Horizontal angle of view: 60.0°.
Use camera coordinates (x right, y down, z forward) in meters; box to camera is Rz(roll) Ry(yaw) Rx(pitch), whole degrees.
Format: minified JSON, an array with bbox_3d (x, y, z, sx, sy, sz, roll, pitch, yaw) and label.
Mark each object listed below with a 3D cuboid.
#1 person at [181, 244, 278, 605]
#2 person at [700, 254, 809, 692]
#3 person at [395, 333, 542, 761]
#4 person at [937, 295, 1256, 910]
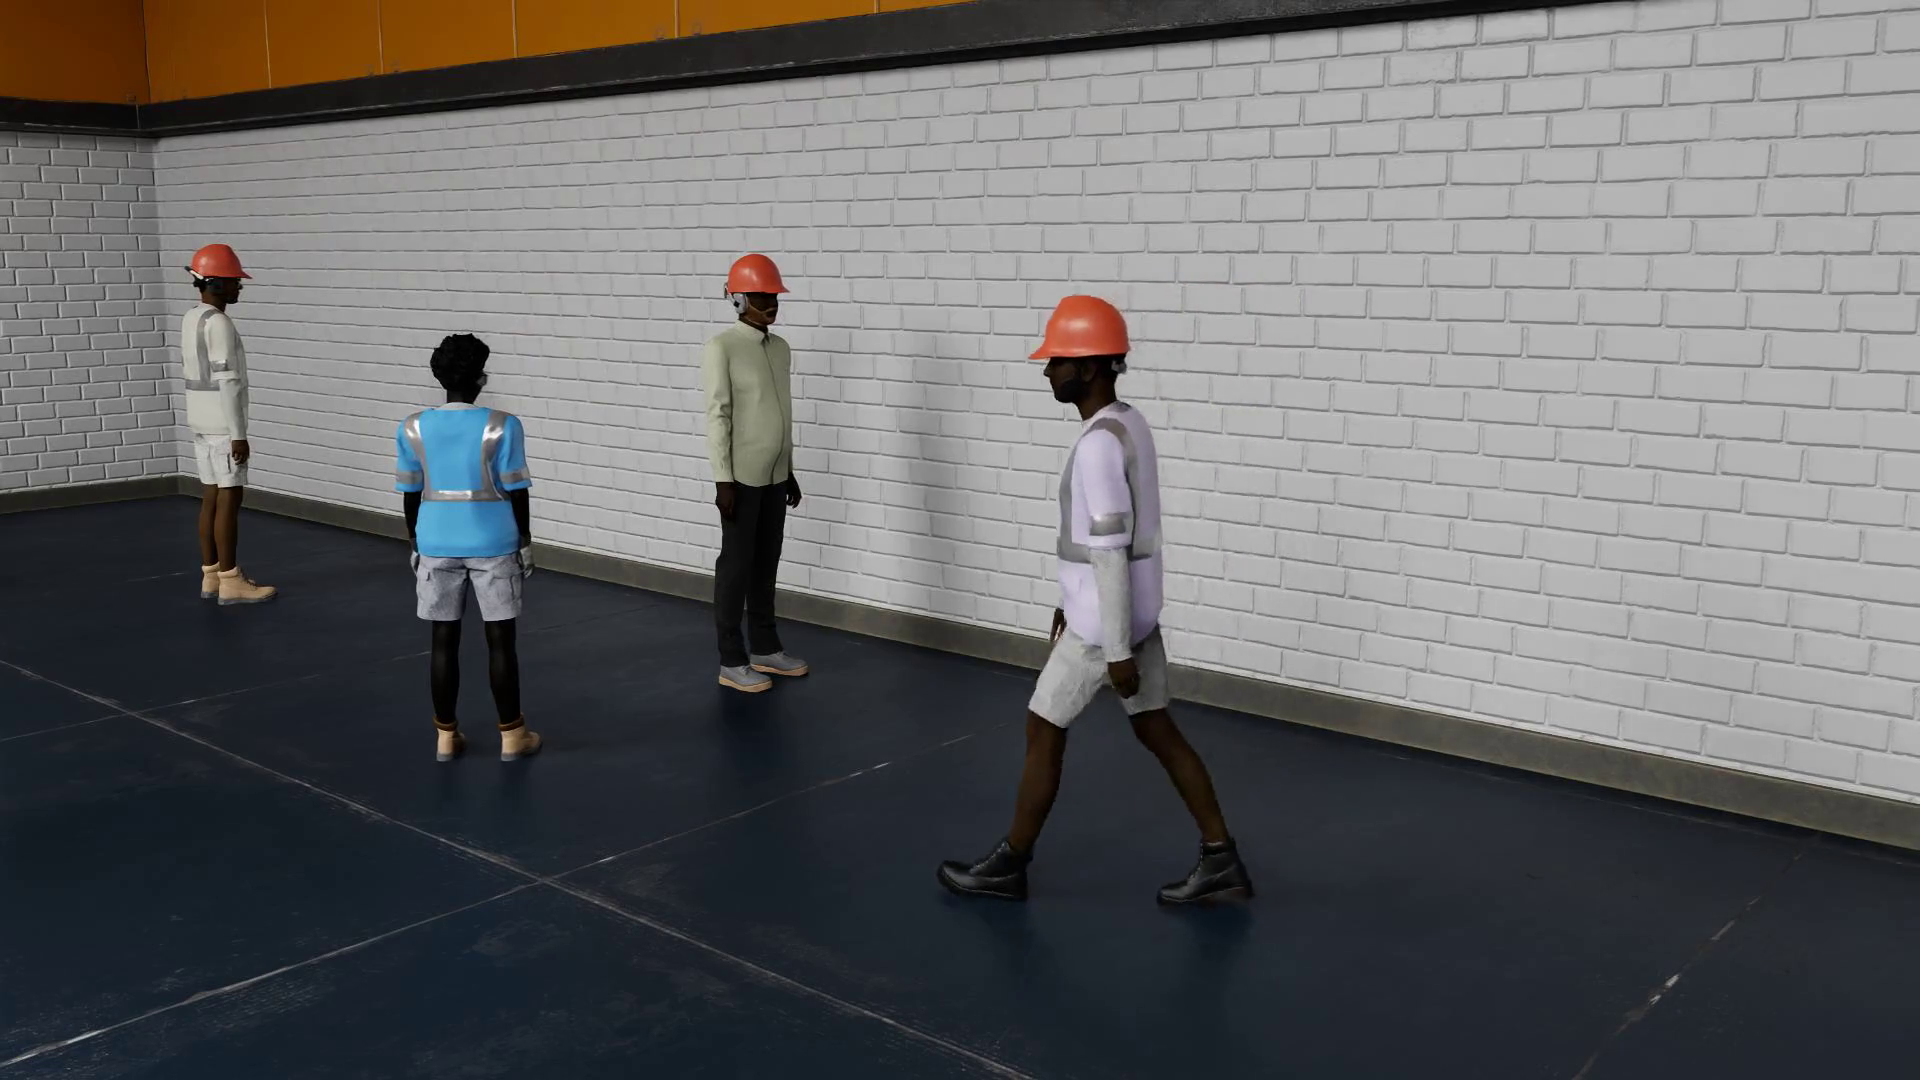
[{"bbox_3d":[-4.198,-0.658,9.520,0.386,2.041,0.615,-9,13,-40],"label":"person"},{"bbox_3d":[-0.944,-0.314,7.698,0.377,1.995,0.608,5,11,27],"label":"person"},{"bbox_3d":[-1.928,0.040,6.546,0.530,1.692,0.321,1,10,4],"label":"person"},{"bbox_3d":[0.459,0.212,5.035,0.984,1.894,0.551,4,11,19],"label":"person"}]
